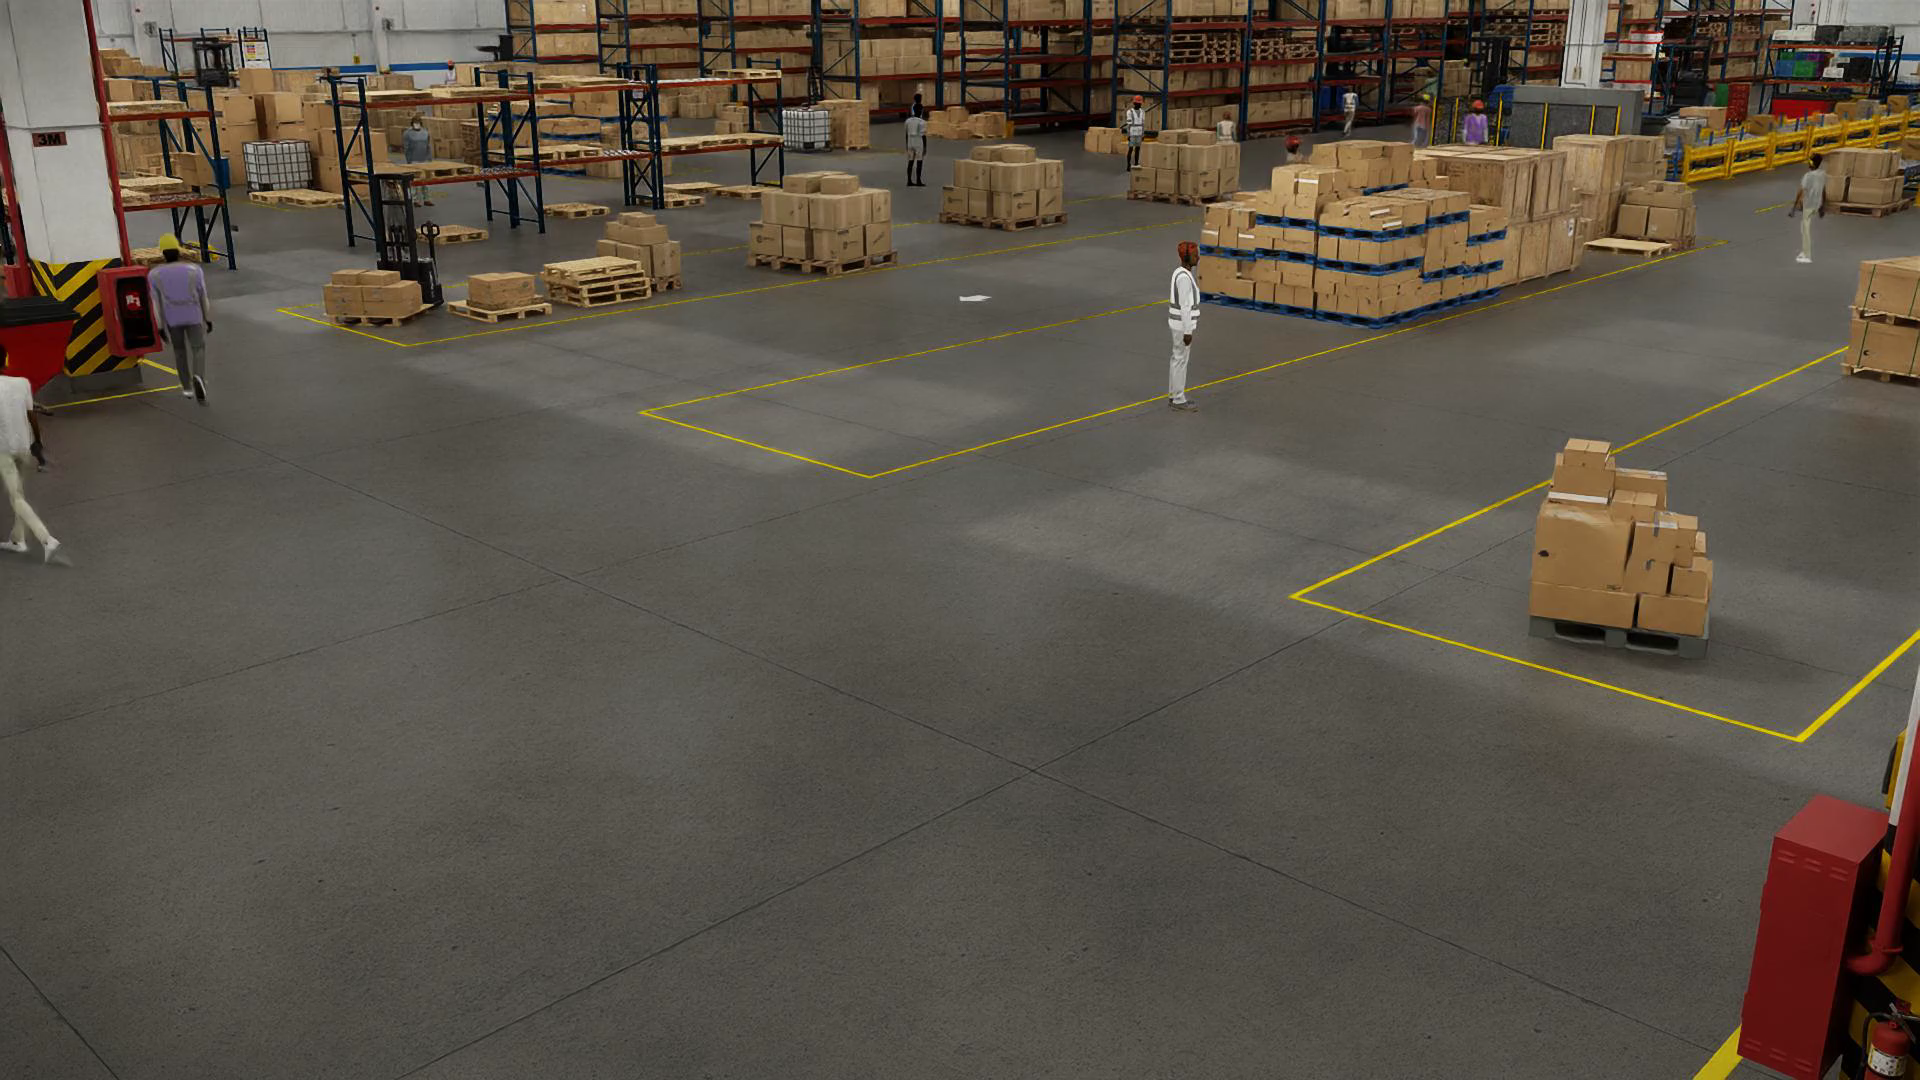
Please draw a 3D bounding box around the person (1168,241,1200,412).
[{"bbox_3d":[2.496,-2.369,18.481,0.355,1.882,0.576,0,18,1],"label":"person"}]

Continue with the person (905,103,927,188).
[{"bbox_3d":[-1.029,-9.331,39.350,0.606,1.956,0.377,12,22,33],"label":"person"}]

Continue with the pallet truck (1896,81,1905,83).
[{"bbox_3d":[34.802,-16.331,61.455,0.653,1.274,1.630,17,25,41],"label":"pallet truck"}]

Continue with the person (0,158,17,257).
[{"bbox_3d":[-16.764,-5.932,29.160,0.647,1.923,0.478,0,18,1],"label":"person"}]

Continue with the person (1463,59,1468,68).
[{"bbox_3d":[20.934,-19.080,69.070,0.554,1.716,0.895,12,22,33],"label":"person"}]

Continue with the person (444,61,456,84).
[{"bbox_3d":[-19.357,-17.290,63.417,0.568,1.886,0.977,-4,19,-13],"label":"person"}]

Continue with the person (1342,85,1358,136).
[{"bbox_3d":[12.374,-13.660,52.922,0.516,1.606,0.636,15,23,38],"label":"person"}]

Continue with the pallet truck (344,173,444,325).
[{"bbox_3d":[-8.209,-4.181,23.757,0.823,1.965,1.885,3,19,9],"label":"pallet truck"}]

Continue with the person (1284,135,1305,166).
[{"bbox_3d":[6.264,-6.690,31.492,0.988,1.884,0.565,-7,20,-19],"label":"person"}]

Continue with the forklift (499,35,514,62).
[{"bbox_3d":[-17.217,-17.828,63.494,1.873,2.768,1.129,-8,20,-24],"label":"forklift"}]

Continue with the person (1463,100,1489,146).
[{"bbox_3d":[12.737,-9.834,40.934,0.562,1.893,0.928,-4,19,-13],"label":"person"}]

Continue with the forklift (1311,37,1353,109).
[{"bbox_3d":[13.876,-17.077,61.231,1.129,2.768,1.873,17,25,41],"label":"forklift"}]

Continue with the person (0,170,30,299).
[{"bbox_3d":[-13.850,-4.501,24.653,0.940,2.000,0.694,-15,23,-38],"label":"person"}]

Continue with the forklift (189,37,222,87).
[{"bbox_3d":[-27.337,-16.864,60.591,1.873,2.768,1.129,17,25,41],"label":"forklift"}]

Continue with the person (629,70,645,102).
[{"bbox_3d":[-10.871,-14.842,56.015,0.590,1.912,0.382,-14,23,-36],"label":"person"}]

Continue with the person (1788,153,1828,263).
[{"bbox_3d":[14.557,-5.705,28.585,0.521,1.847,0.595,-8,20,-22],"label":"person"}]

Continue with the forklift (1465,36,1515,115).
[{"bbox_3d":[19.973,-17.201,61.605,1.873,2.768,1.129,16,24,40],"label":"forklift"}]

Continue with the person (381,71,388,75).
[{"bbox_3d":[-19.506,-15.020,56.675,0.429,1.840,0.645,8,20,22],"label":"person"}]

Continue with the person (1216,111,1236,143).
[{"bbox_3d":[6.677,-9.948,41.735,0.526,1.610,0.750,0,18,0],"label":"person"}]

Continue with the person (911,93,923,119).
[{"bbox_3d":[-1.236,-11.841,47.321,0.323,1.688,0.531,7,20,21],"label":"person"}]

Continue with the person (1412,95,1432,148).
[{"bbox_3d":[12.831,-11.497,46.239,0.531,1.717,0.904,13,22,34],"label":"person"}]

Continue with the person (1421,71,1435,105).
[{"bbox_3d":[17.359,-16.591,61.740,0.503,1.613,0.563,-14,23,-36],"label":"person"}]

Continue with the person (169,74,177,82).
[{"bbox_3d":[-25.263,-14.056,53.672,0.639,1.890,0.990,-15,23,-38],"label":"person"}]

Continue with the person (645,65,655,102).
[{"bbox_3d":[-11.012,-15.883,59.102,1.027,1.936,0.659,11,21,30],"label":"person"}]

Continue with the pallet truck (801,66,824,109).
[{"bbox_3d":[-4.812,-15.182,56.903,0.823,1.965,1.885,-9,21,-26],"label":"pallet truck"}]

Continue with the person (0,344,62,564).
[{"bbox_3d":[-7.725,-0.716,13.572,0.875,1.845,0.524,10,21,28],"label":"person"}]

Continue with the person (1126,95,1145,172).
[{"bbox_3d":[4.524,-10.431,42.708,0.540,1.929,0.388,-10,21,-27],"label":"person"}]

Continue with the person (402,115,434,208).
[{"bbox_3d":[-11.648,-8.153,35.826,0.370,1.934,0.627,17,25,41],"label":"person"}]

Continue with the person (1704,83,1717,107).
[{"bbox_3d":[24.091,-13.844,53.453,0.321,1.623,0.539,1,18,2],"label":"person"}]

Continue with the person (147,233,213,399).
[{"bbox_3d":[-8.831,-2.517,18.883,0.606,1.910,0.669,-7,20,-21],"label":"person"}]

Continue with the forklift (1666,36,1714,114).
[{"bbox_3d":[27.341,-17.291,61.877,1.129,2.768,1.873,17,25,41],"label":"forklift"}]
